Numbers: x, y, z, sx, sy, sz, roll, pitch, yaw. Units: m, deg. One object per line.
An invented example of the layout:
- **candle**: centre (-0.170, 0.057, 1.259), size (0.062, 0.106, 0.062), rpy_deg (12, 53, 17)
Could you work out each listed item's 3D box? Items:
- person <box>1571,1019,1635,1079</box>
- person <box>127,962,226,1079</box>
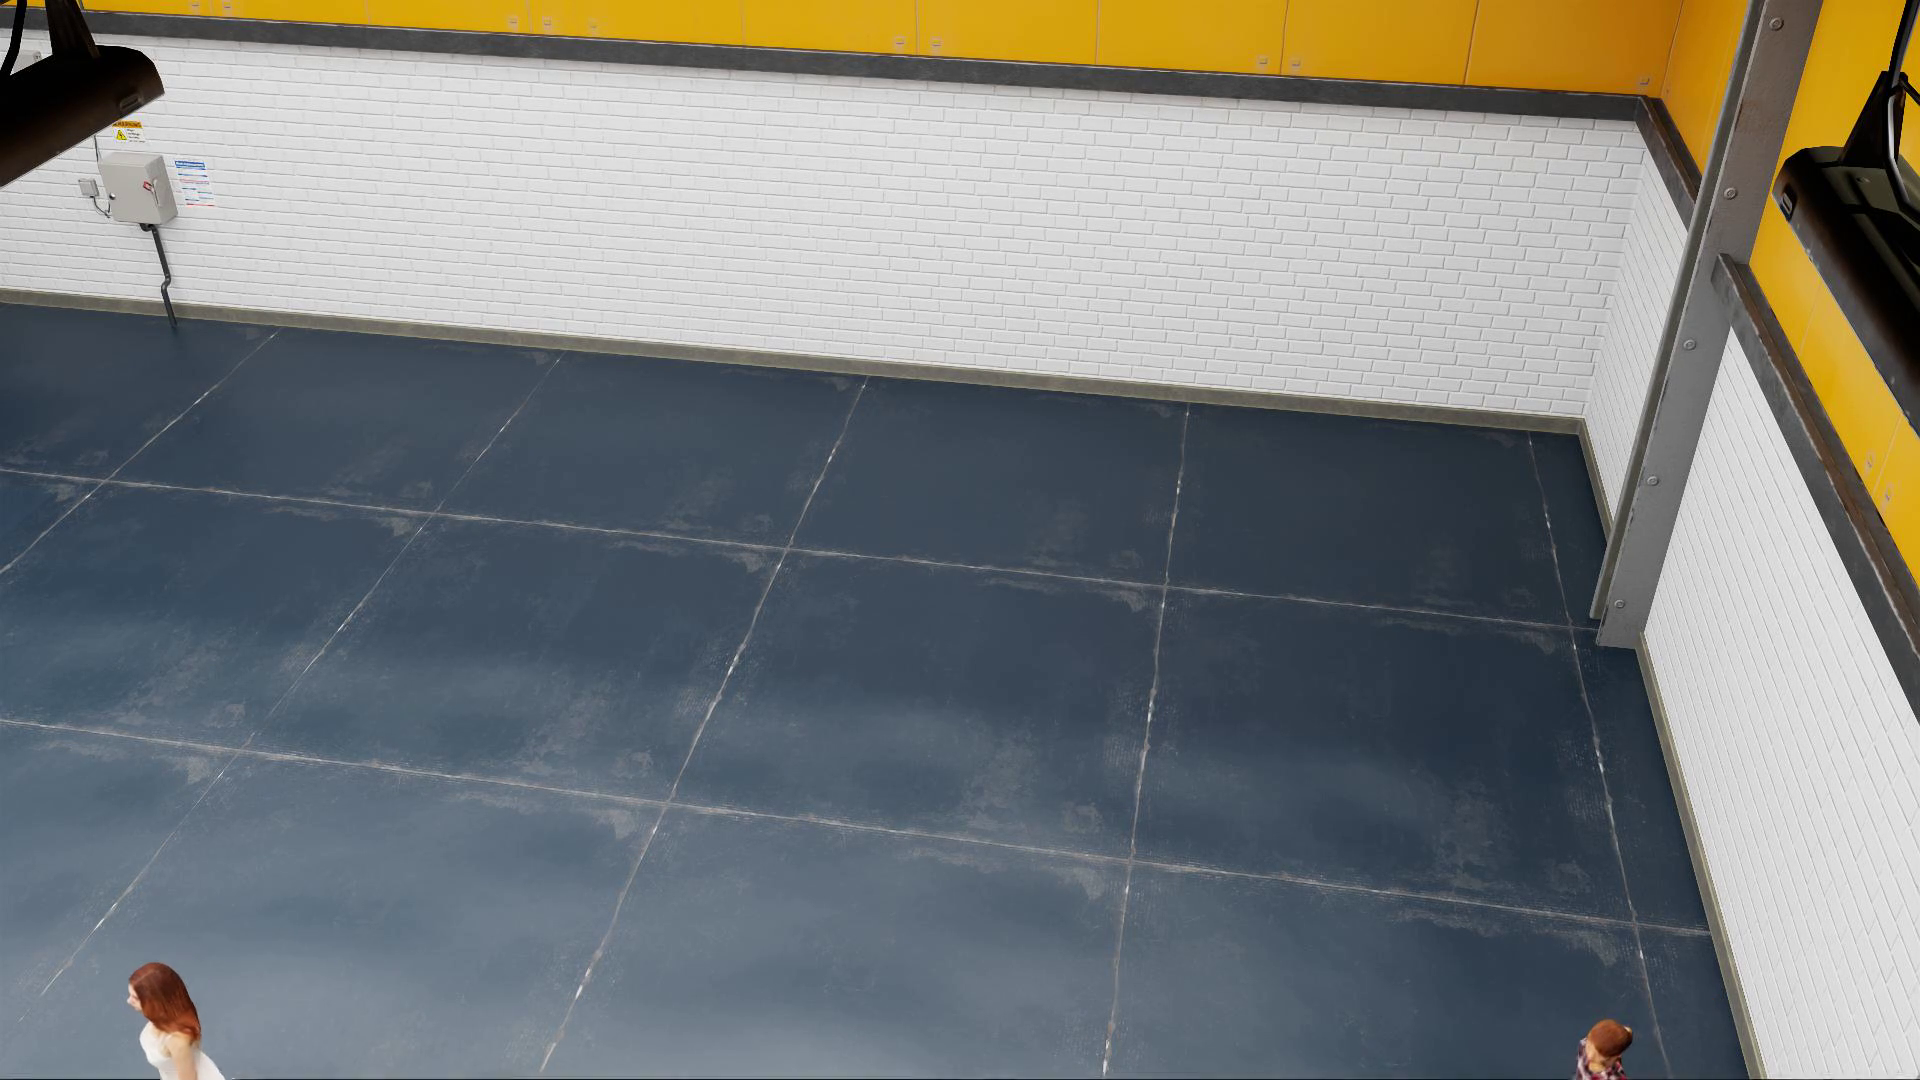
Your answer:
- **person**: centre (3.120, 2.748, 8.029), size (0.877, 1.281, 0.941), rpy_deg (-7, 34, -11)
- **person**: centre (-3.528, 2.589, 7.898), size (1.008, 1.690, 0.979), rpy_deg (-18, 38, -25)
